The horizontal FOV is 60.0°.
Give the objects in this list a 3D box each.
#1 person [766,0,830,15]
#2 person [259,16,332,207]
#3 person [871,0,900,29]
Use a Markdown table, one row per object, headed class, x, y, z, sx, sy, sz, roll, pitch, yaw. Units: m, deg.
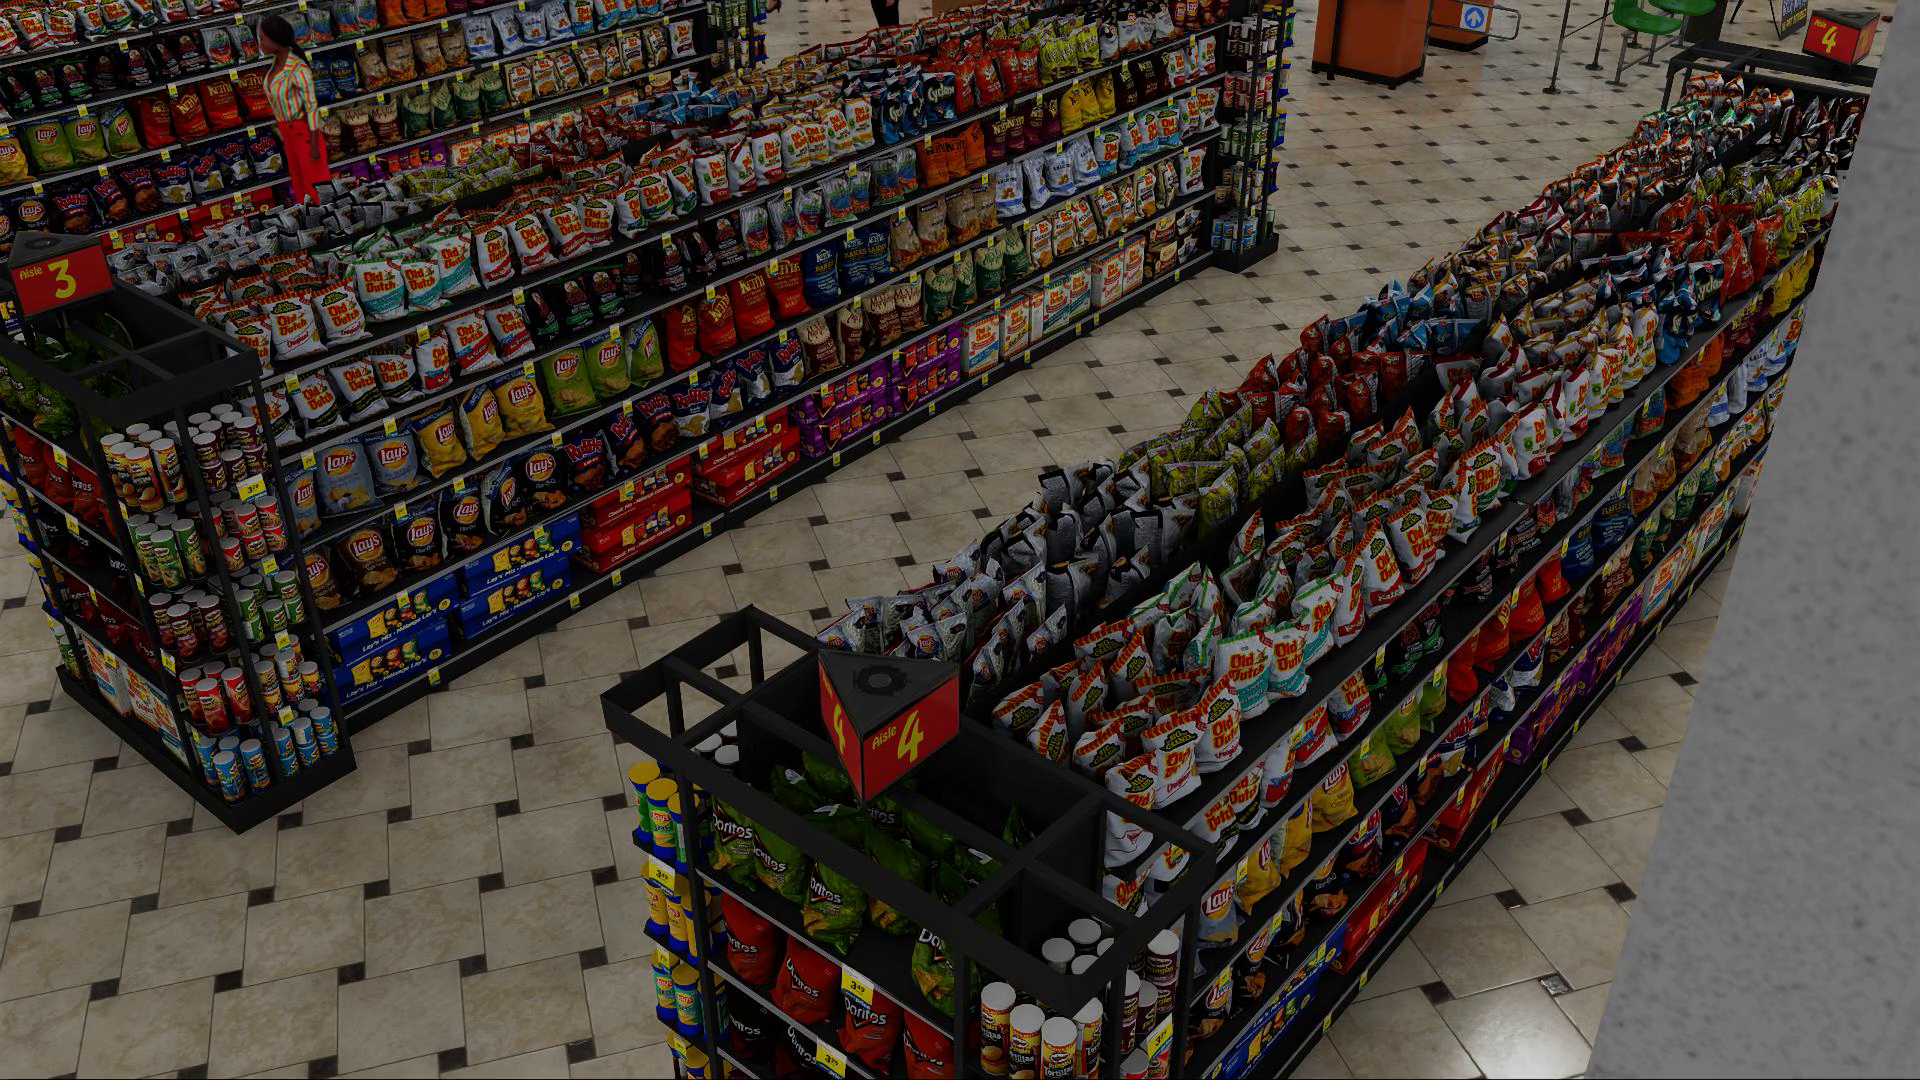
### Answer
| class | x | y | z | sx | sy | sz | roll | pitch | yaw |
| --- | --- | --- | --- | --- | --- | --- | --- | --- | --- |
| person | -1.743 | -6.309 | 17.187 | 1.023 | 1.791 | 1.122 | 6 | 32 | 10 |
| person | -4.466 | -2.672 | 11.341 | 0.600 | 1.792 | 0.533 | 26 | 40 | 35 |
| person | -0.676 | -5.116 | 15.344 | 0.647 | 1.713 | 0.665 | -15 | 35 | -23 |
